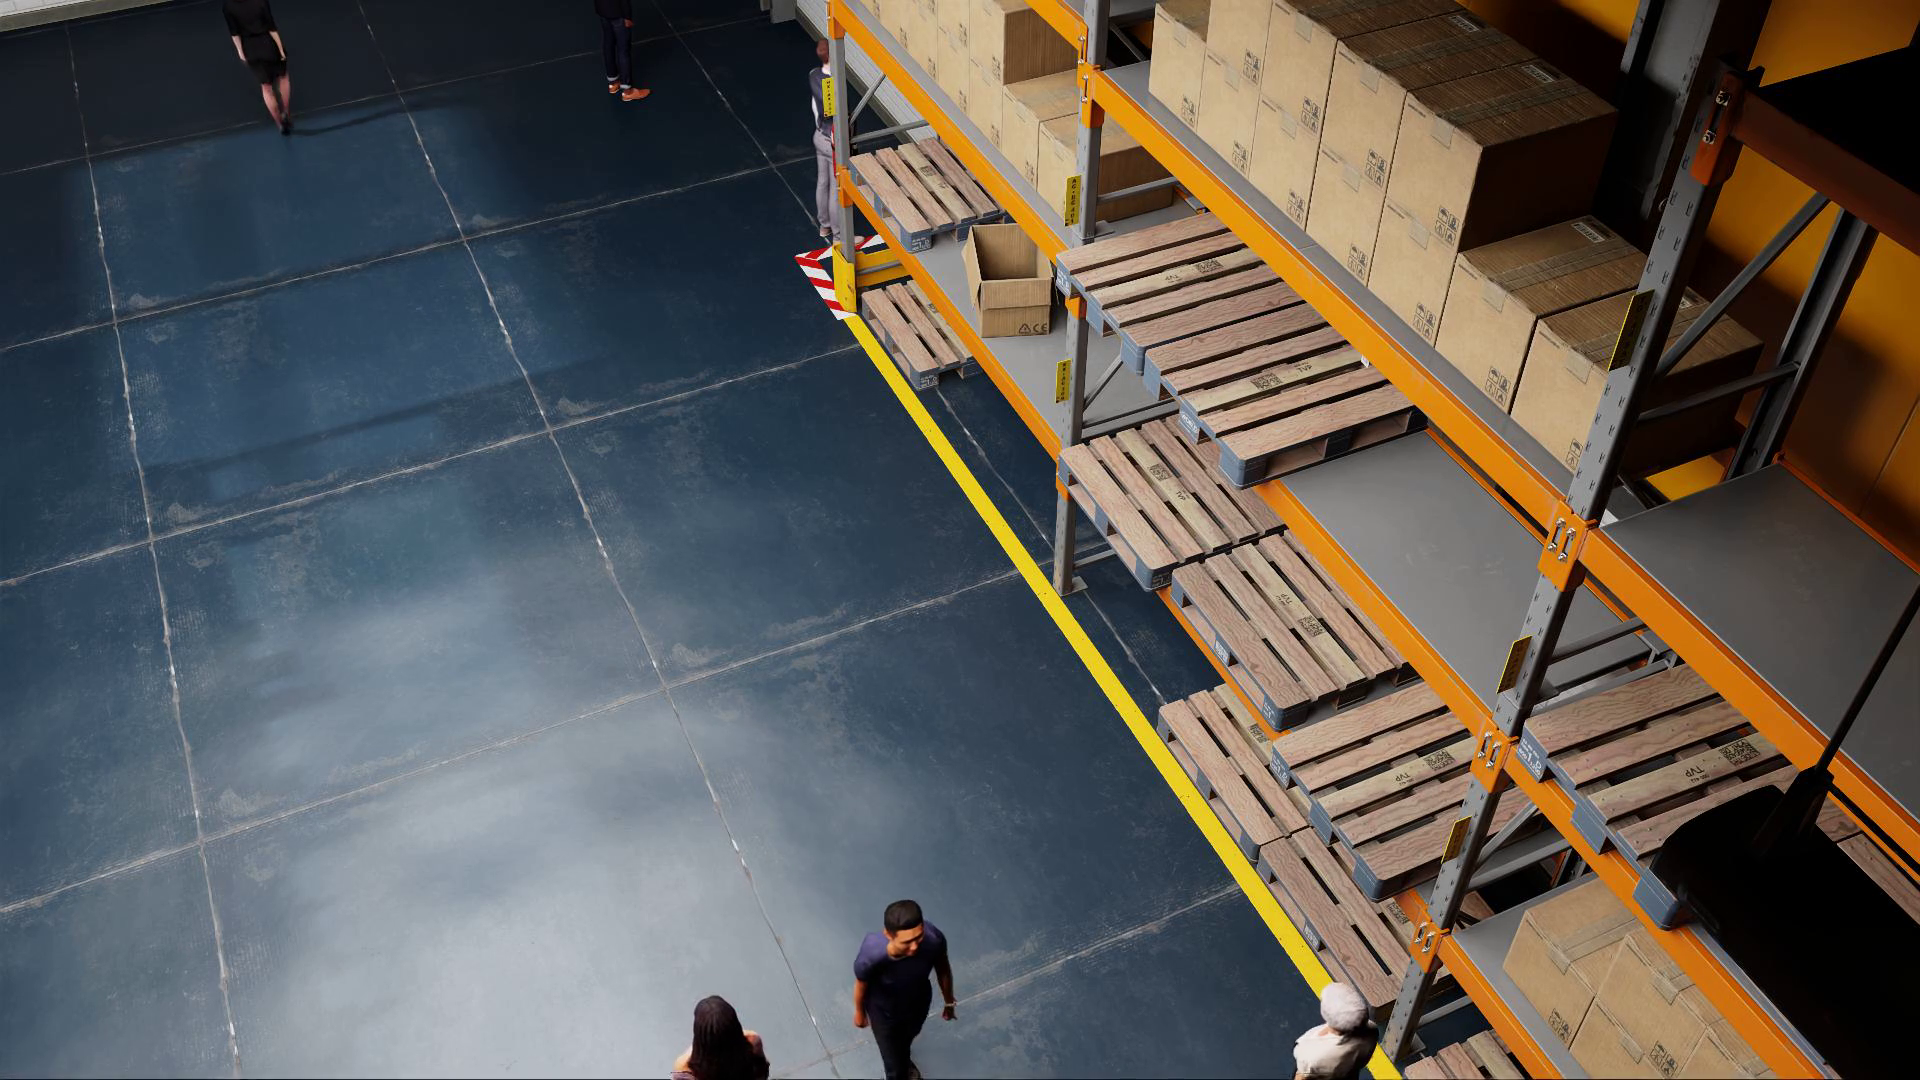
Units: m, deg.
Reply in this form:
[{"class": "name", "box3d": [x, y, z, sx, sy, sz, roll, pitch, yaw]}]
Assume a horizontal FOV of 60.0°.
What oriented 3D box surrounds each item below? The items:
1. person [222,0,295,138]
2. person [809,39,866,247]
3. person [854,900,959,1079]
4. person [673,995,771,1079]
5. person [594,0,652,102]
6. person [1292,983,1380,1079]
[{"class": "person", "box3d": [-6.674, -4.609, 15.907, 0.649, 1.691, 0.650, -9, 44, -9]}, {"class": "person", "box3d": [-1.118, -3.487, 14.550, 0.744, 1.938, 0.522, -23, 48, -22]}, {"class": "person", "box3d": [-0.336, 2.318, 8.577, 0.654, 1.771, 0.811, -17, 46, -17]}, {"class": "person", "box3d": [-1.081, 2.836, 8.017, 0.646, 1.794, 0.693, -17, 46, -17]}, {"class": "person", "box3d": [-3.452, -5.270, 16.509, 0.811, 1.818, 0.643, -31, 52, -29]}, {"class": "person", "box3d": [1.809, 2.792, 8.106, 0.625, 1.734, 0.870, -19, 47, -19]}]
